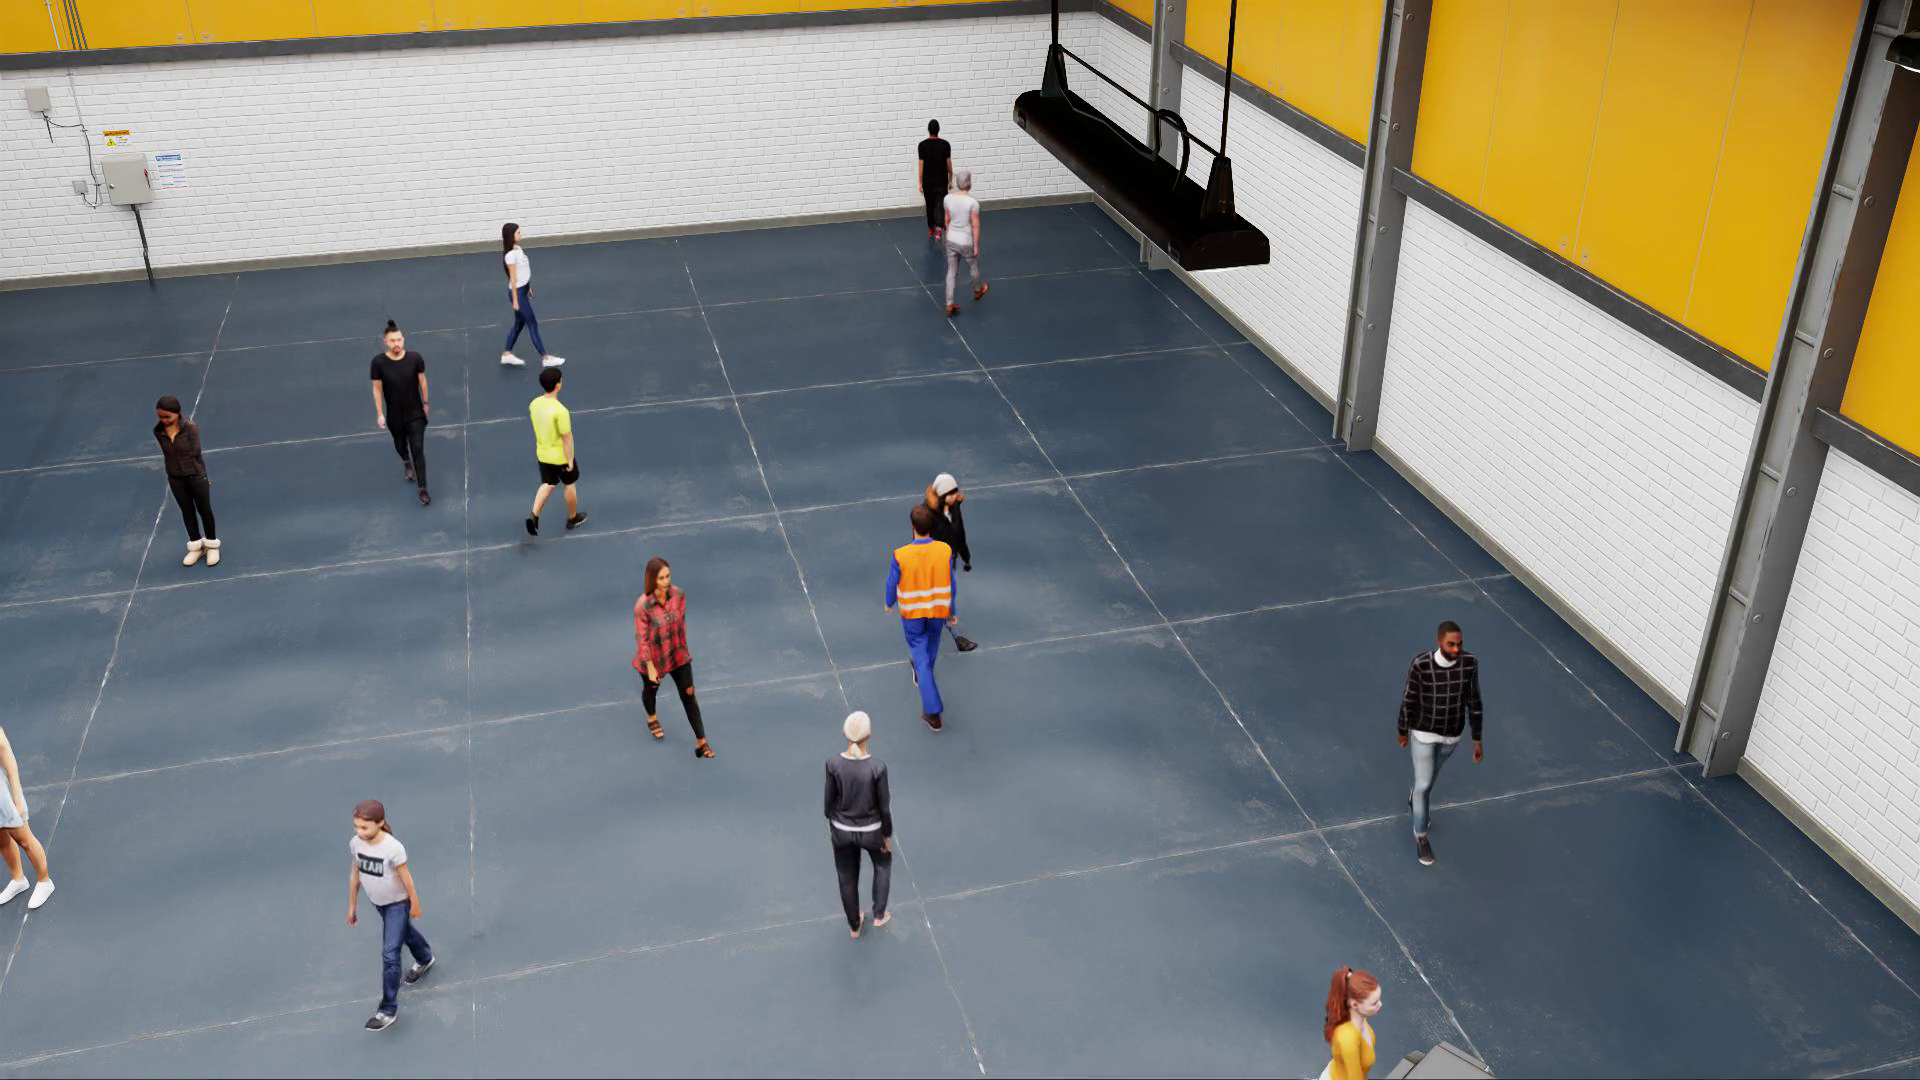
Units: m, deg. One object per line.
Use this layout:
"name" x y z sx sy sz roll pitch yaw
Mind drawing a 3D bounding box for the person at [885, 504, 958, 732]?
"person" -0.266 0.649 13.020 0.761 1.814 1.167 -11 30 -19

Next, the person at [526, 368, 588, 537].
"person" -3.905 -0.805 15.812 0.971 1.691 1.048 14 32 24

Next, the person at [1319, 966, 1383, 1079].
"person" 1.930 2.970 8.853 0.879 1.728 0.860 9 30 17

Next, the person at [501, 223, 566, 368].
"person" -5.234 -2.841 19.485 0.764 1.749 0.957 -3 29 -5

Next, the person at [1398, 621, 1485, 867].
"person" 3.358 1.306 11.845 0.782 1.785 1.070 -4 29 -7

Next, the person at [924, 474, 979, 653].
"person" -0.239 0.150 14.160 1.137 1.597 0.992 24 37 37

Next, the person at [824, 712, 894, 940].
"person" -0.677 1.912 10.807 0.700 1.715 0.685 2 29 4

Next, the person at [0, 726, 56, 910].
"person" -6.459 1.708 11.165 0.667 1.730 0.673 6 29 11

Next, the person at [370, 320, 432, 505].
"person" -5.578 -1.323 16.620 0.709 1.826 1.163 -9 30 -15

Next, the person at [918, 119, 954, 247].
"person" -0.354 -5.031 23.514 0.860 1.735 1.202 1 29 2

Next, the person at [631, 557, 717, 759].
"person" -2.333 0.877 12.771 0.902 1.652 1.166 -20 35 -32

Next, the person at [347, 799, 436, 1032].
"person" -3.542 2.210 10.457 0.922 1.527 1.040 12 31 21

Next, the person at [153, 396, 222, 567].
"person" -7.174 -0.592 15.454 0.655 1.661 0.603 -7 29 -13

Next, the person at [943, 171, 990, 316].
"person" -0.029 -3.724 21.072 1.171 1.778 1.236 15 32 25
